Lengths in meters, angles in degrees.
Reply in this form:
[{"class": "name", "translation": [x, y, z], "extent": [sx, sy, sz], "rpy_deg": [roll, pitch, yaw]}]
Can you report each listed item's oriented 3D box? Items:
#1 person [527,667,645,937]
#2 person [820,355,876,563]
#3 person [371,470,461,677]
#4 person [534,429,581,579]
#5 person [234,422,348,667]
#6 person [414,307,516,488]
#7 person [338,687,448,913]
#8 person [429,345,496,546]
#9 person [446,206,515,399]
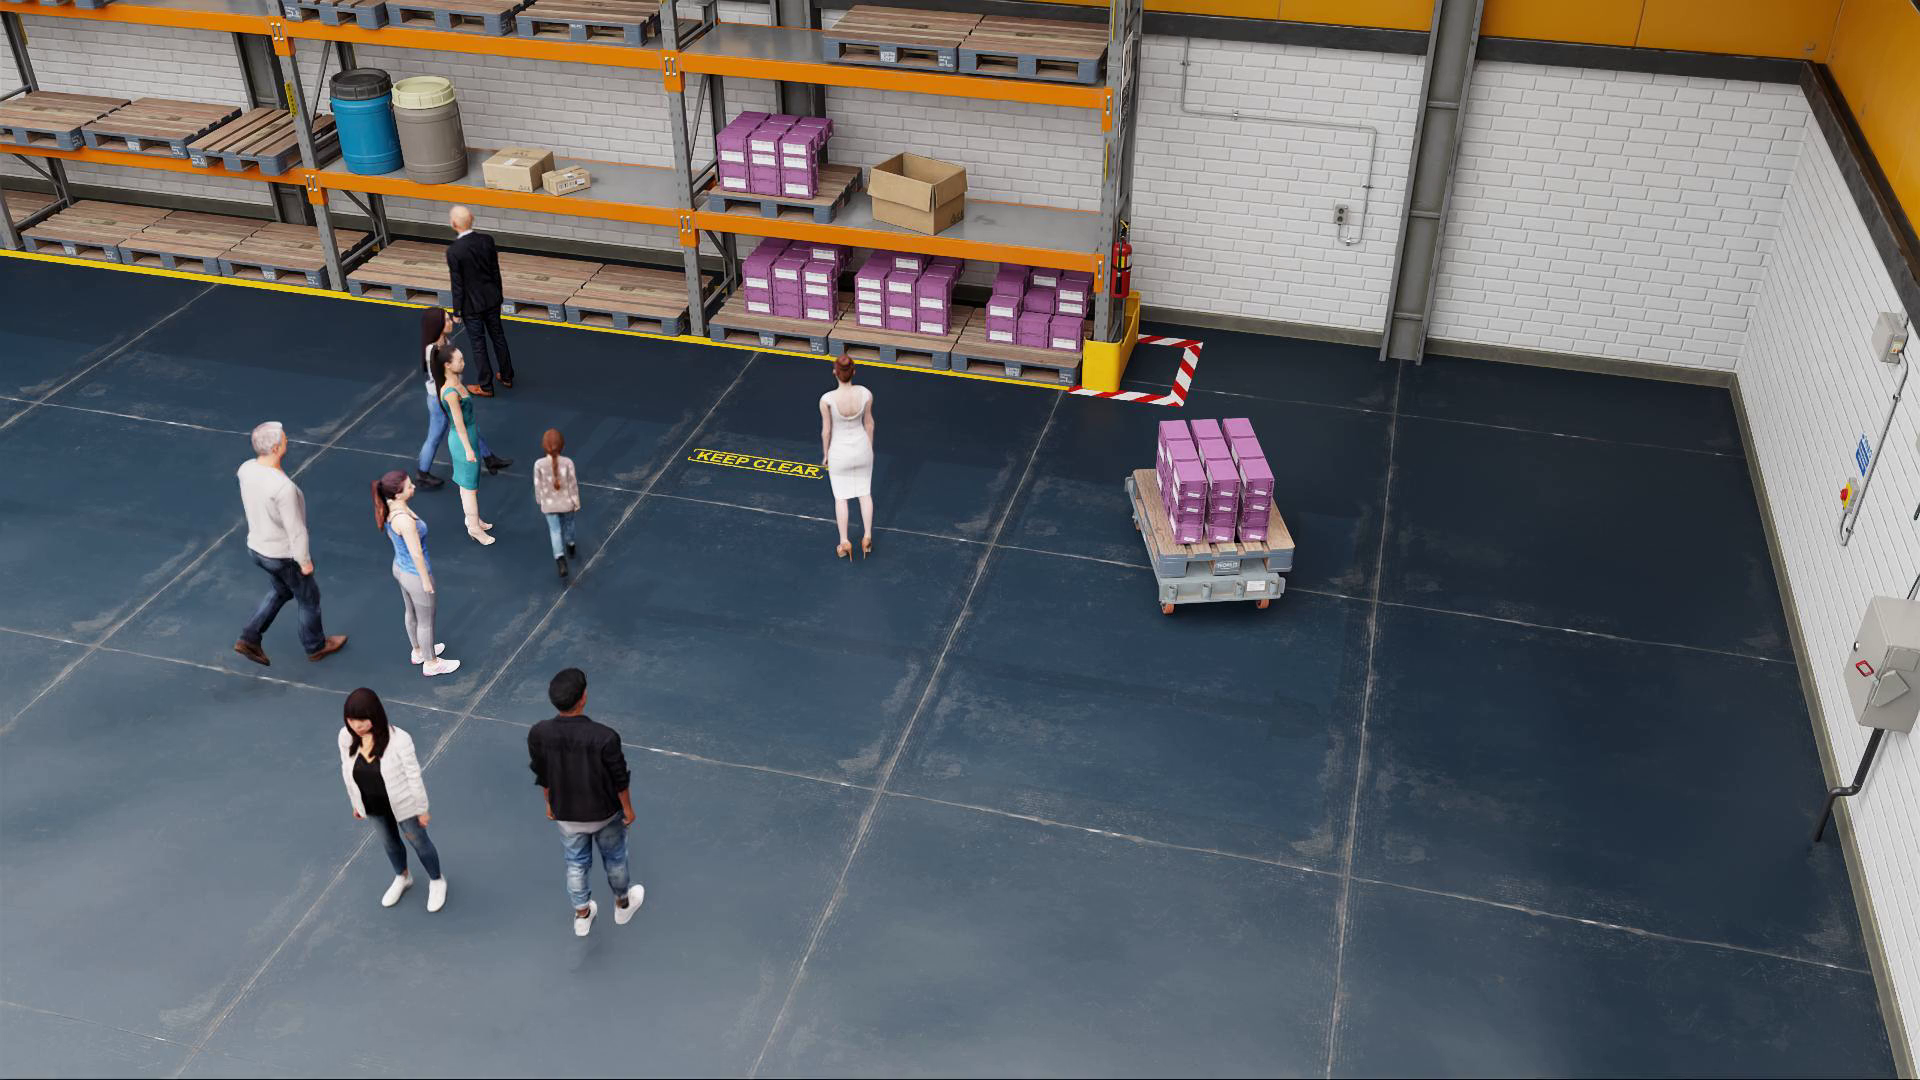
[{"class": "person", "translation": [-2.130, 1.494, 9.419], "extent": [0.647, 1.830, 0.802], "rpy_deg": [3, 34, 4]}, {"class": "person", "translation": [-0.840, -0.629, 12.646], "extent": [0.575, 1.793, 0.692], "rpy_deg": [-9, 35, -13]}, {"class": "person", "translation": [-3.793, 0.217, 11.539], "extent": [0.712, 1.608, 0.631], "rpy_deg": [-23, 40, -30]}, {"class": "person", "translation": [-3.065, -0.268, 12.658], "extent": [0.822, 1.177, 0.788], "rpy_deg": [-9, 35, -14]}, {"class": "person", "translation": [-4.752, 0.119, 11.444], "extent": [1.074, 1.878, 1.052], "rpy_deg": [25, 41, 33]}, {"class": "person", "translation": [-4.285, -1.107, 13.553], "extent": [1.134, 1.584, 0.912], "rpy_deg": [-6, 34, -9]}, {"class": "person", "translation": [-3.284, 1.485, 9.612], "extent": [0.531, 1.631, 0.710], "rpy_deg": [4, 34, 6]}, {"class": "person", "translation": [-3.851, -0.743, 12.909], "extent": [0.637, 1.691, 0.623], "rpy_deg": [-10, 35, -14]}, {"class": "person", "translation": [-4.313, -2.141, 14.914], "extent": [0.747, 1.799, 0.770], "rpy_deg": [26, 41, 33]}]
